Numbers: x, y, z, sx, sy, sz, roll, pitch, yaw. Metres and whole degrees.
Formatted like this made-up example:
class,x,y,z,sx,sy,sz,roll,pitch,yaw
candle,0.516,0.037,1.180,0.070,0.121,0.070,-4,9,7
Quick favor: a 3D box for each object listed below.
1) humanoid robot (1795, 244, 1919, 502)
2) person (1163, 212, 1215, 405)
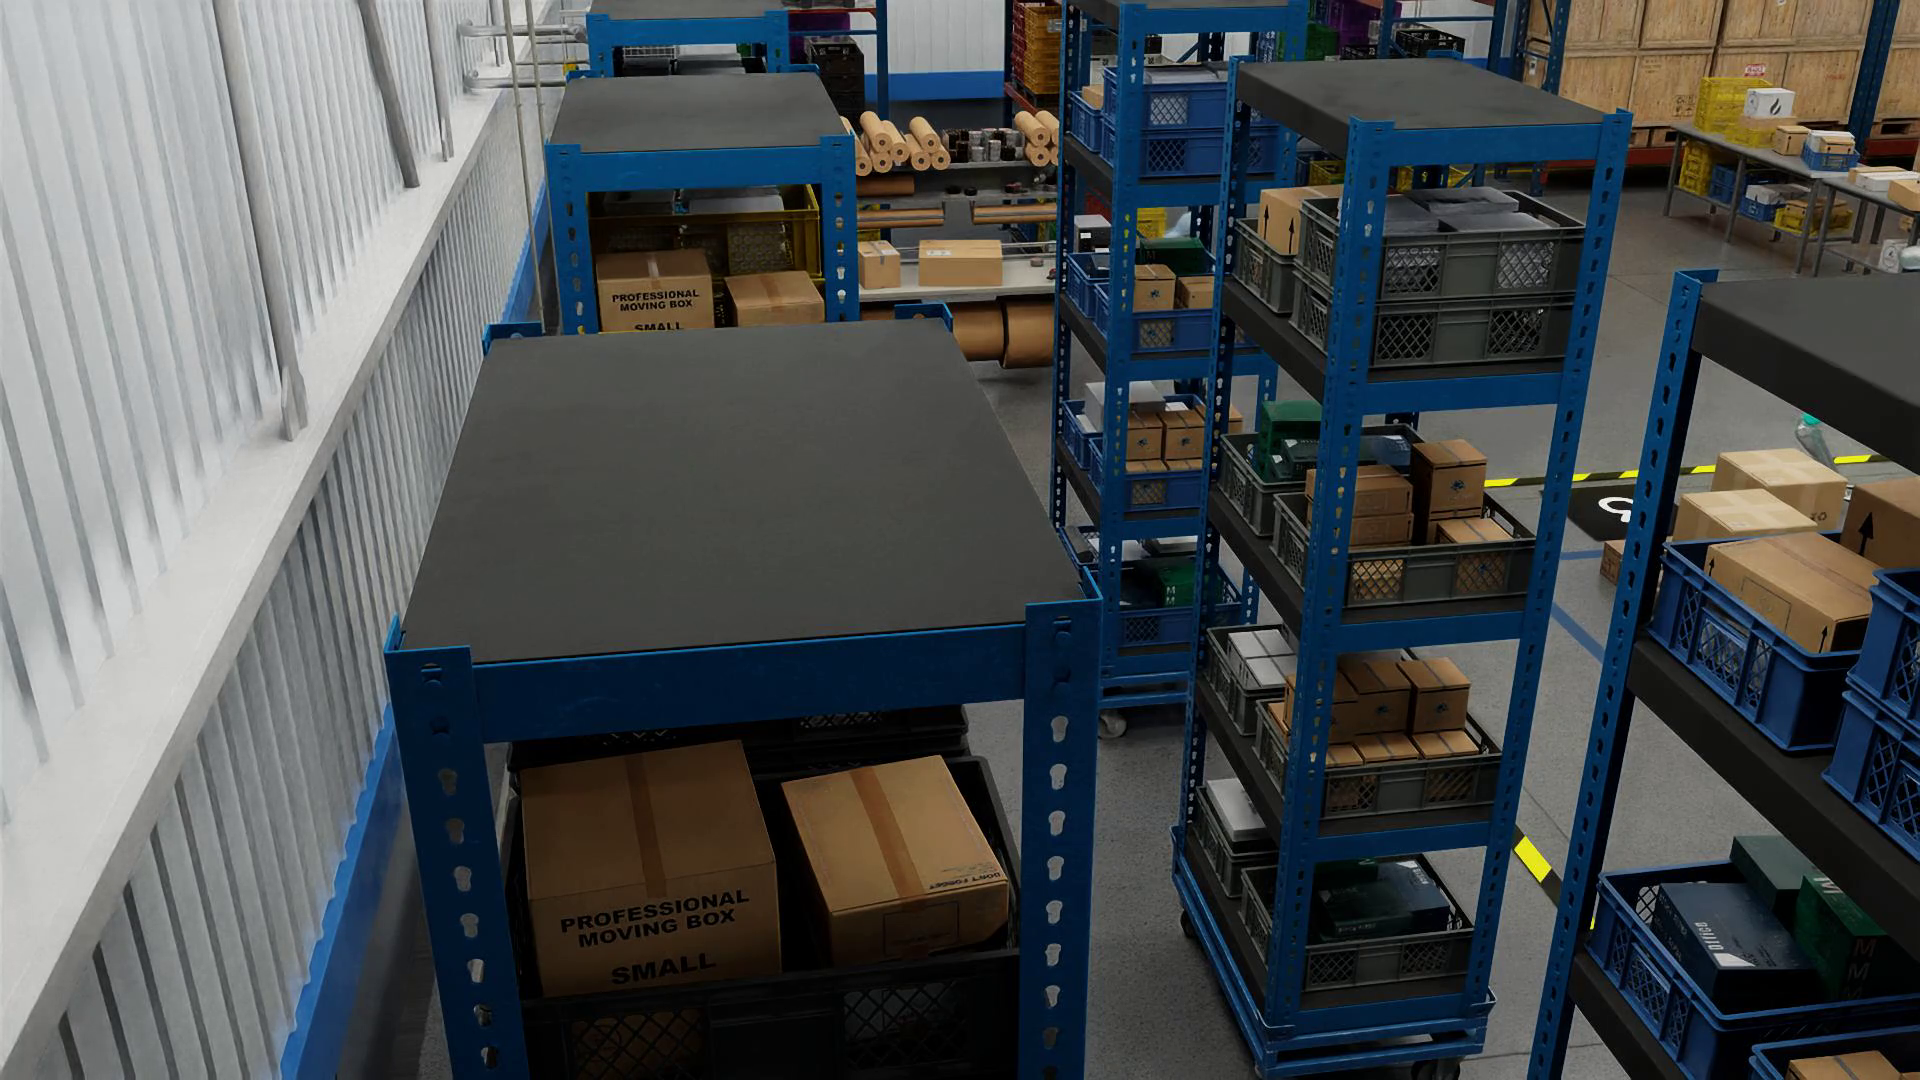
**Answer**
class,x,y,z,sx,sy,sz,roll,pitch,yaw
humanoid robot,5.774,-1.104,10.776,0.735,1.681,0.533,14,28,28
person,1.527,-1.309,11.255,0.397,1.847,0.587,-5,25,-11
